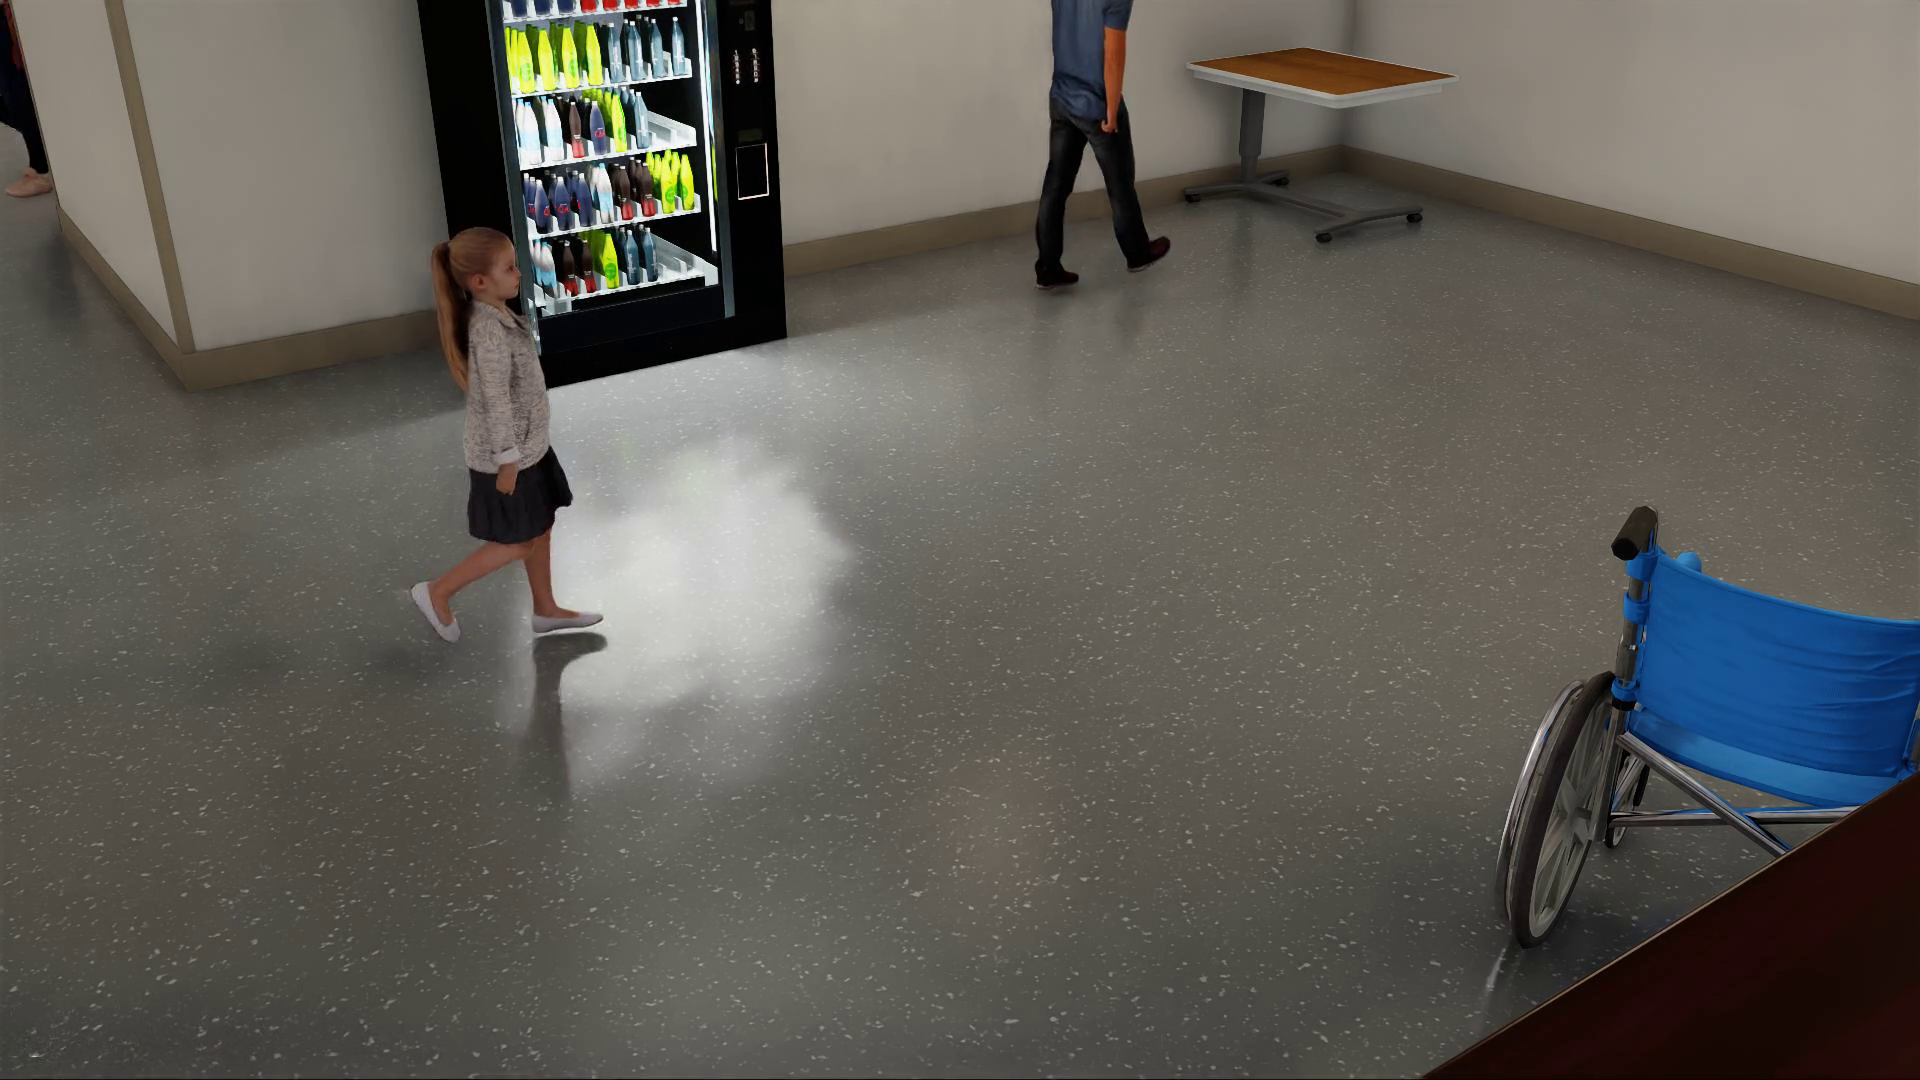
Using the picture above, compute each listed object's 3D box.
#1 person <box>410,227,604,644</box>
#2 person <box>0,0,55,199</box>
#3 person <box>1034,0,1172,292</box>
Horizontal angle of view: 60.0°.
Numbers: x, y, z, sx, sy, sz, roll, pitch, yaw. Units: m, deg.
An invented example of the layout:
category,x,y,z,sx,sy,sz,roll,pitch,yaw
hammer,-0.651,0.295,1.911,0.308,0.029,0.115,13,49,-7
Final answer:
category,x,y,z,sx,sy,sz,roll,pitch,yaw
person,-1.359,-0.266,4.772,0.833,1.263,0.673,-6,26,-11
person,-5.500,-2.931,9.686,0.787,1.801,0.859,16,30,30
person,0.539,-2.047,7.873,0.782,1.784,1.076,23,34,39
